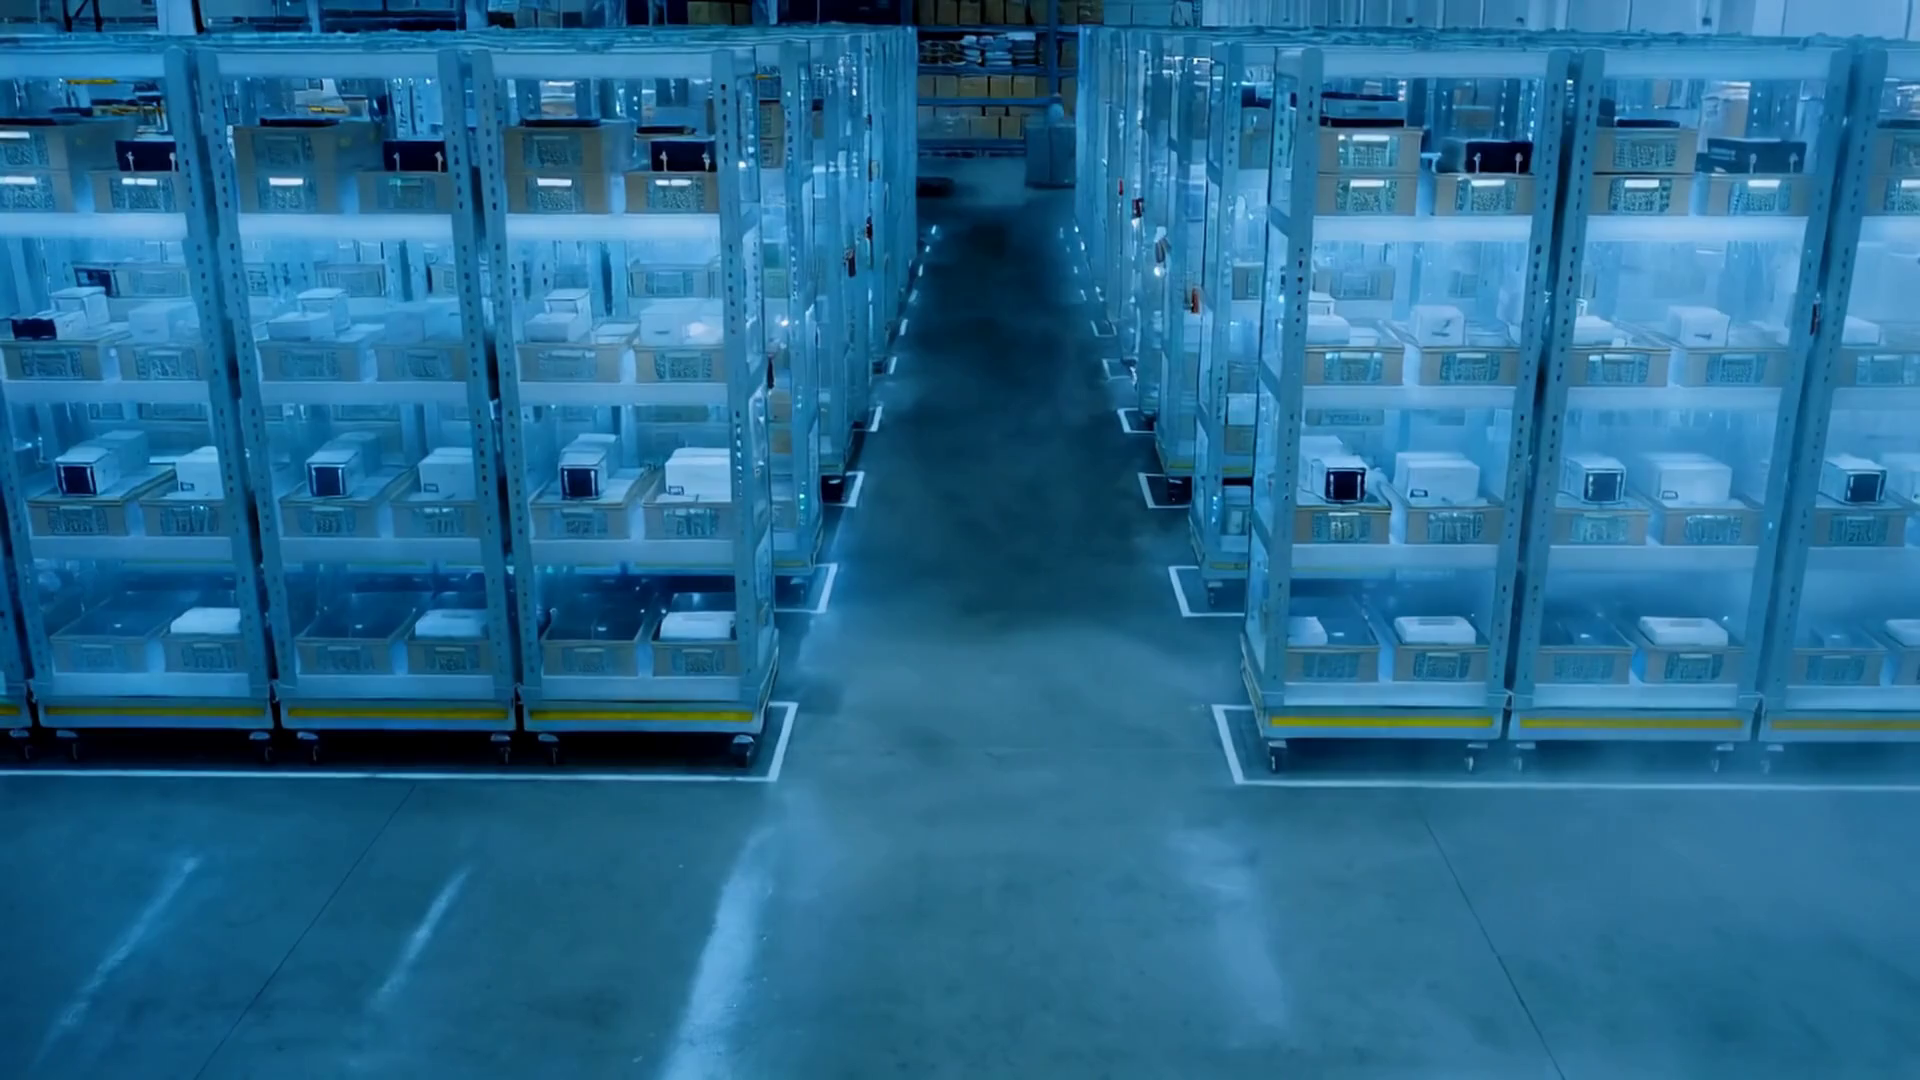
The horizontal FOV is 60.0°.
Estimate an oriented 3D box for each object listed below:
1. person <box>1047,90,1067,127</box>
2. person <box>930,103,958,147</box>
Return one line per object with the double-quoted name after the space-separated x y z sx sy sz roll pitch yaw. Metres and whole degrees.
2.492 -10.451 42.429 0.427 1.974 0.621 -10 20 -29 "person"
-0.418 -12.561 49.296 1.041 1.880 0.595 2 18 6 "person"
